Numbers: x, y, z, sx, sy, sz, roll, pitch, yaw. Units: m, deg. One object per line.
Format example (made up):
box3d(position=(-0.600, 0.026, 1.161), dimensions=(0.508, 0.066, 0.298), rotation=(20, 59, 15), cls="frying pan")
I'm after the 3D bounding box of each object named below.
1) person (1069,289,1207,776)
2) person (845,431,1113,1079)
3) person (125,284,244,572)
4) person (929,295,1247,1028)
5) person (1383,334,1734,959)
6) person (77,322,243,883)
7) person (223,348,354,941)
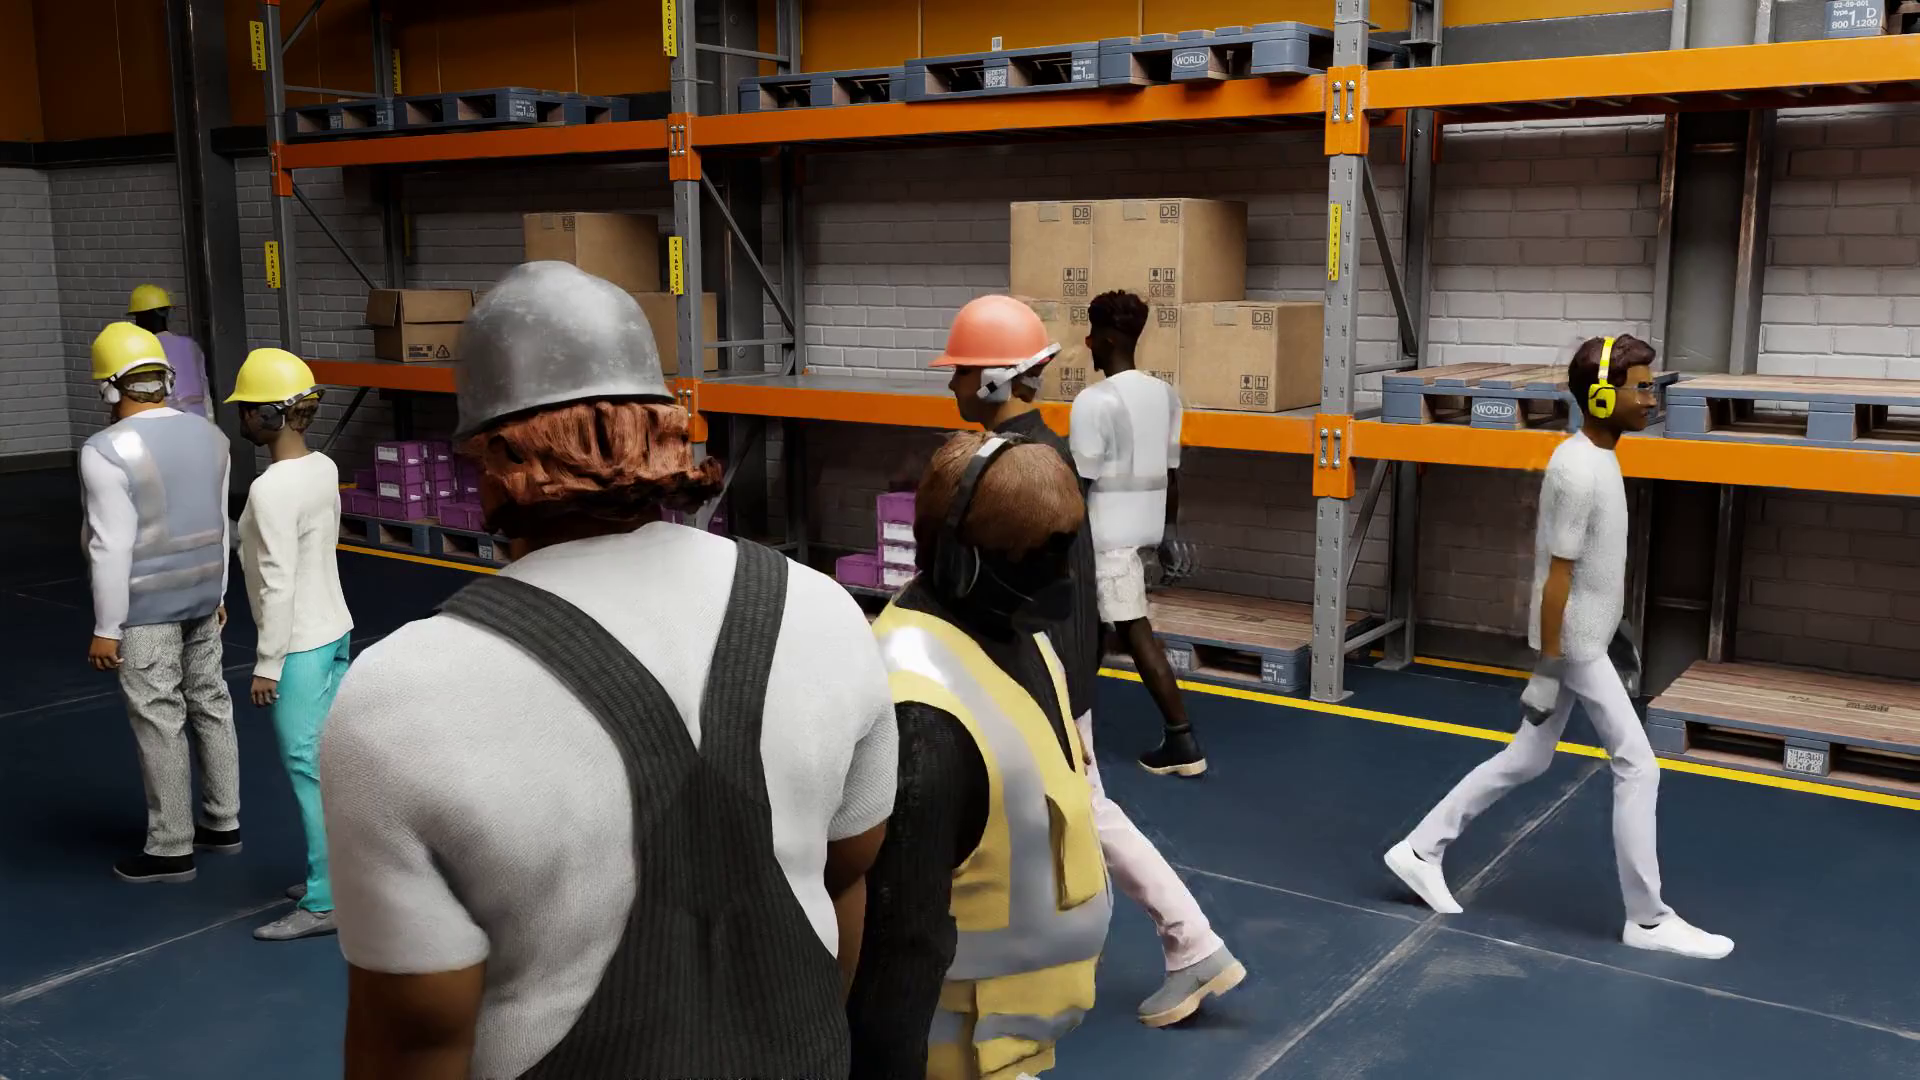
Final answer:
box3d(position=(0.626, -0.038, 6.653), dimensions=(0.988, 1.918, 0.619), rotation=(8, 12, 38), cls="person")
box3d(position=(-0.090, 0.721, 2.511), dimensions=(0.811, 1.800, 0.638), rotation=(2, 10, 10), cls="person")
box3d(position=(-4.871, -0.675, 10.536), dimensions=(0.821, 1.887, 0.598), rotation=(2, 10, 9), cls="person")
box3d(position=(0.267, 0.347, 4.284), dimensions=(0.997, 1.953, 0.640), rotation=(2, 10, 11), cls="person")
box3d(position=(1.776, 0.302, 4.930), dimensions=(0.964, 1.817, 0.511), rotation=(3, 10, 18), cls="person")
box3d(position=(-2.629, 0.207, 5.445), dimensions=(0.404, 1.825, 0.592), rotation=(3, 10, 15), cls="person")
box3d(position=(-1.998, 0.313, 4.997), dimensions=(0.311, 1.768, 0.522), rotation=(-1, 10, -4), cls="person")
